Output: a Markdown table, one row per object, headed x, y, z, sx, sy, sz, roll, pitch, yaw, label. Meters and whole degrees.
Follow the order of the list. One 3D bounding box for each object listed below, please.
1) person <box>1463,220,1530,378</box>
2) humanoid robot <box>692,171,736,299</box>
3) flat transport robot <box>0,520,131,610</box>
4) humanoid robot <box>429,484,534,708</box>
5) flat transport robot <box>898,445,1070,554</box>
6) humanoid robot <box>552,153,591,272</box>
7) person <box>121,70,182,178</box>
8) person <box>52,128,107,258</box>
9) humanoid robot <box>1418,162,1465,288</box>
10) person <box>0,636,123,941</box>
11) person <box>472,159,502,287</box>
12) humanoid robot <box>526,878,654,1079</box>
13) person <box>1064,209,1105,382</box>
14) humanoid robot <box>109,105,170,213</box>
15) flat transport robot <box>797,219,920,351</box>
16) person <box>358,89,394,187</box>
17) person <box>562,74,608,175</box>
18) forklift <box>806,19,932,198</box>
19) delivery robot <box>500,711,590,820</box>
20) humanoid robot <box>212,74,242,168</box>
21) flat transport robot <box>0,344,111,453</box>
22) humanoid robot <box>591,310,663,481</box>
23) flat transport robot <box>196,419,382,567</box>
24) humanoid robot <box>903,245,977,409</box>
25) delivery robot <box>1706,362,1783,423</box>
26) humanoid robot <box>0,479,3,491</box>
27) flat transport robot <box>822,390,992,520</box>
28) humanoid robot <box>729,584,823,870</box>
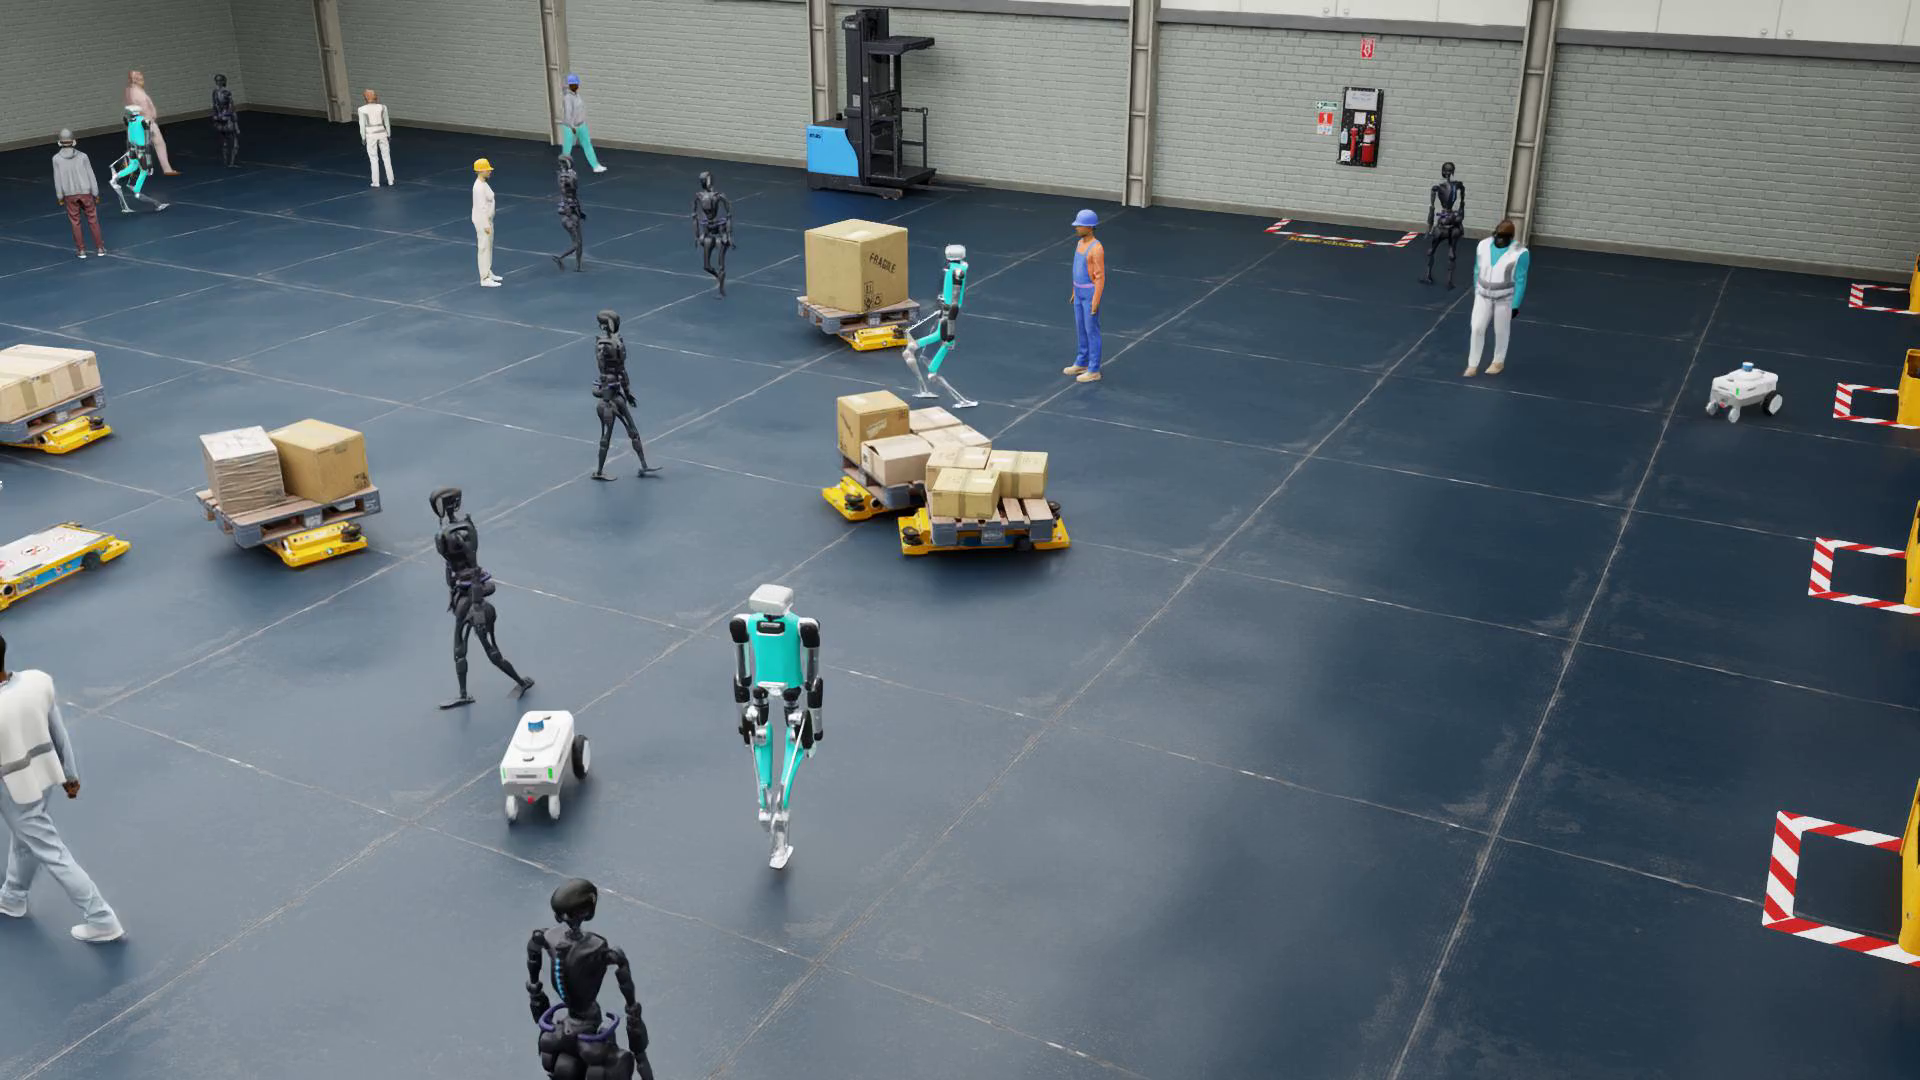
| x | y | z | sx | sy | sz | roll | pitch | yaw | label |
| --- | --- | --- | --- | --- | --- | --- | --- | --- | --- |
| 5.937 | -2.670 | 18.439 | 0.645 | 1.799 | 0.806 | 17 | 28 | 34 | person |
| -3.166 | -4.004 | 21.716 | 0.600 | 1.634 | 0.540 | 9 | 25 | 20 | humanoid robot |
| -7.636 | 0.217 | 13.657 | 0.659 | 0.231 | 1.431 | 9 | 25 | 20 | flat transport robot |
| -3.367 | 0.401 | 11.507 | 0.657 | 1.647 | 0.619 | -11 | 26 | -24 | humanoid robot |
| 0.196 | -0.109 | 14.415 | 1.431 | 0.231 | 0.659 | -2 | 23 | -5 | flat transport robot |
| -5.370 | -4.482 | 22.824 | 0.448 | 1.647 | 0.584 | 1 | 23 | 3 | humanoid robot |
| -14.249 | -7.249 | 29.018 | 0.654 | 1.865 | 0.883 | 19 | 30 | 37 | person |
| -12.589 | -4.947 | 23.723 | 0.541 | 1.811 | 0.371 | -12 | 26 | -25 | person |
| 6.487 | -4.223 | 22.216 | 0.583 | 1.637 | 0.534 | -9 | 25 | -20 | humanoid robot |
| -5.121 | 1.337 | 9.022 | 1.004 | 1.861 | 0.601 | 5 | 24 | 11 | person |
| -6.346 | -4.253 | 22.267 | 0.339 | 1.689 | 0.462 | -4 | 24 | -9 | person |
| -1.647 | 2.227 | 7.209 | 0.609 | 1.633 | 0.629 | 9 | 25 | 20 | humanoid robot |
| 1.393 | -2.702 | 18.376 | 0.368 | 1.908 | 0.534 | -10 | 25 | -21 | person |
| -12.994 | -5.896 | 26.075 | 0.560 | 1.748 | 1.063 | 12 | 26 | 26 | humanoid robot |
| -1.225 | -2.596 | 20.206 | 0.659 | 0.231 | 1.431 | -11 | 26 | -24 | flat transport robot |
| -9.960 | -6.857 | 28.387 | 0.521 | 1.640 | 0.304 | -16 | 28 | -32 | person |
| -6.696 | -7.293 | 29.282 | 0.877 | 1.737 | 0.561 | 9 | 25 | 19 | person |
| -1.573 | -7.292 | 27.850 | 1.873 | 2.768 | 1.129 | 12 | 26 | 25 | forklift |
| -2.669 | 1.386 | 10.567 | 0.499 | 0.590 | 0.793 | -1 | 23 | -1 | delivery robot |
| -13.221 | -7.500 | 29.852 | 0.590 | 1.641 | 0.412 | 12 | 26 | 25 | humanoid robot |
| -9.405 | -1.118 | 16.764 | 1.431 | 0.231 | 0.659 | 7 | 24 | 15 | flat transport robot |
| -3.174 | -1.338 | 15.508 | 0.660 | 1.637 | 0.588 | 3 | 23 | 8 | humanoid robot |
| -5.796 | -0.132 | 14.470 | 0.659 | 0.231 | 1.431 | -20 | 30 | -39 | flat transport robot |
| -0.257 | -2.216 | 17.466 | 0.974 | 1.742 | 0.549 | -2 | 23 | -5 | humanoid robot |
| 8.228 | -1.568 | 17.448 | 0.789 | 0.593 | 0.499 | -14 | 27 | -29 | delivery robot |
| -8.130 | -0.561 | 13.573 | 0.697 | 1.770 | 0.539 | -18 | 29 | -35 | humanoid robot |
| -0.462 | -0.466 | 15.246 | 1.431 | 0.231 | 0.659 | -11 | 26 | -24 | flat transport robot |
| -1.090 | 1.188 | 9.563 | 0.545 | 1.800 | 0.796 | 4 | 24 | 10 | humanoid robot |
